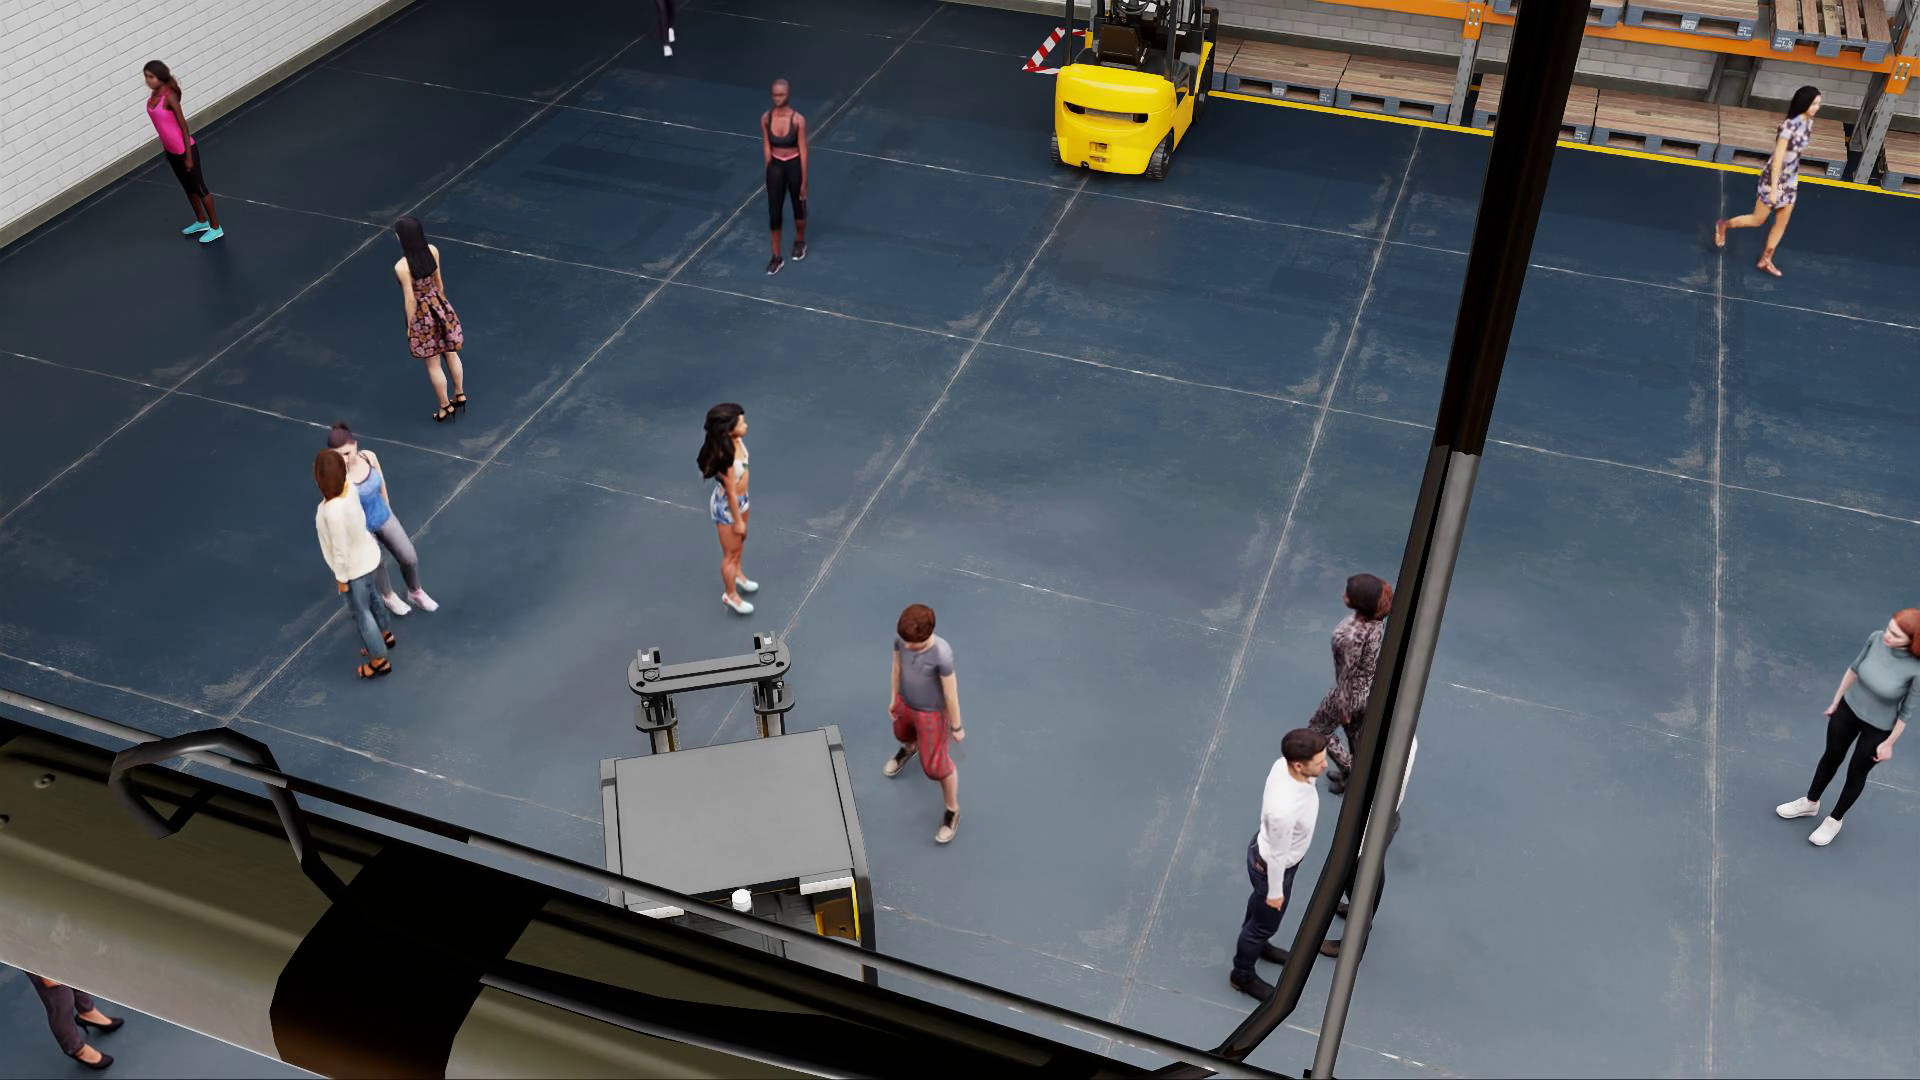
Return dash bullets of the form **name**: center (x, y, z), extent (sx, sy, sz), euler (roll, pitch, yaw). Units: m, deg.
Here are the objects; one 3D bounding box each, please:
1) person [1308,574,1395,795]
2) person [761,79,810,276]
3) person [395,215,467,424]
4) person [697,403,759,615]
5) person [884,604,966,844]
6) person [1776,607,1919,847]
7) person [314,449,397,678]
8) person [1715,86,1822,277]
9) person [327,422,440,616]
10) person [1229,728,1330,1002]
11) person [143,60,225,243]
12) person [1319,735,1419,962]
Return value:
- **person**: center (2.356, 0.913, 9.665), extent (0.735, 1.702, 0.703), euler (31, 48, 33)
- **person**: center (-1.514, -3.339, 14.959), extent (0.917, 1.740, 0.772), euler (4, 39, 5)
- **person**: center (-4.119, -1.712, 12.894), extent (0.693, 1.774, 0.688), euler (17, 42, 21)
- **person**: center (-1.529, -0.220, 11.149), extent (0.647, 1.621, 0.631), euler (2, 39, 3)
- **person**: center (-0.177, 0.984, 9.641), extent (0.846, 1.621, 1.026), euler (27, 46, 30)
- **person**: center (5.158, 1.042, 9.470), extent (0.723, 1.743, 0.671), euler (-14, 41, -17)
- **person**: center (-3.859, 0.112, 10.692), extent (0.751, 1.672, 0.734), euler (-10, 40, -13)
- **person**: center (7.233, -3.227, 14.841), extent (0.955, 1.712, 1.052), euler (-20, 43, -24)
- **person**: center (-3.964, -0.115, 11.043), extent (0.737, 1.588, 0.702), euler (26, 45, 29)
- **person**: center (1.630, 1.649, 8.615), extent (0.550, 1.862, 0.600), euler (13, 40, 15)
- **person**: center (-7.150, -3.583, 15.279), extent (0.576, 1.722, 0.679), euler (27, 46, 29)
- **person**: center (2.177, 1.517, 8.776), extent (0.591, 1.868, 0.693), euler (20, 43, 23)
